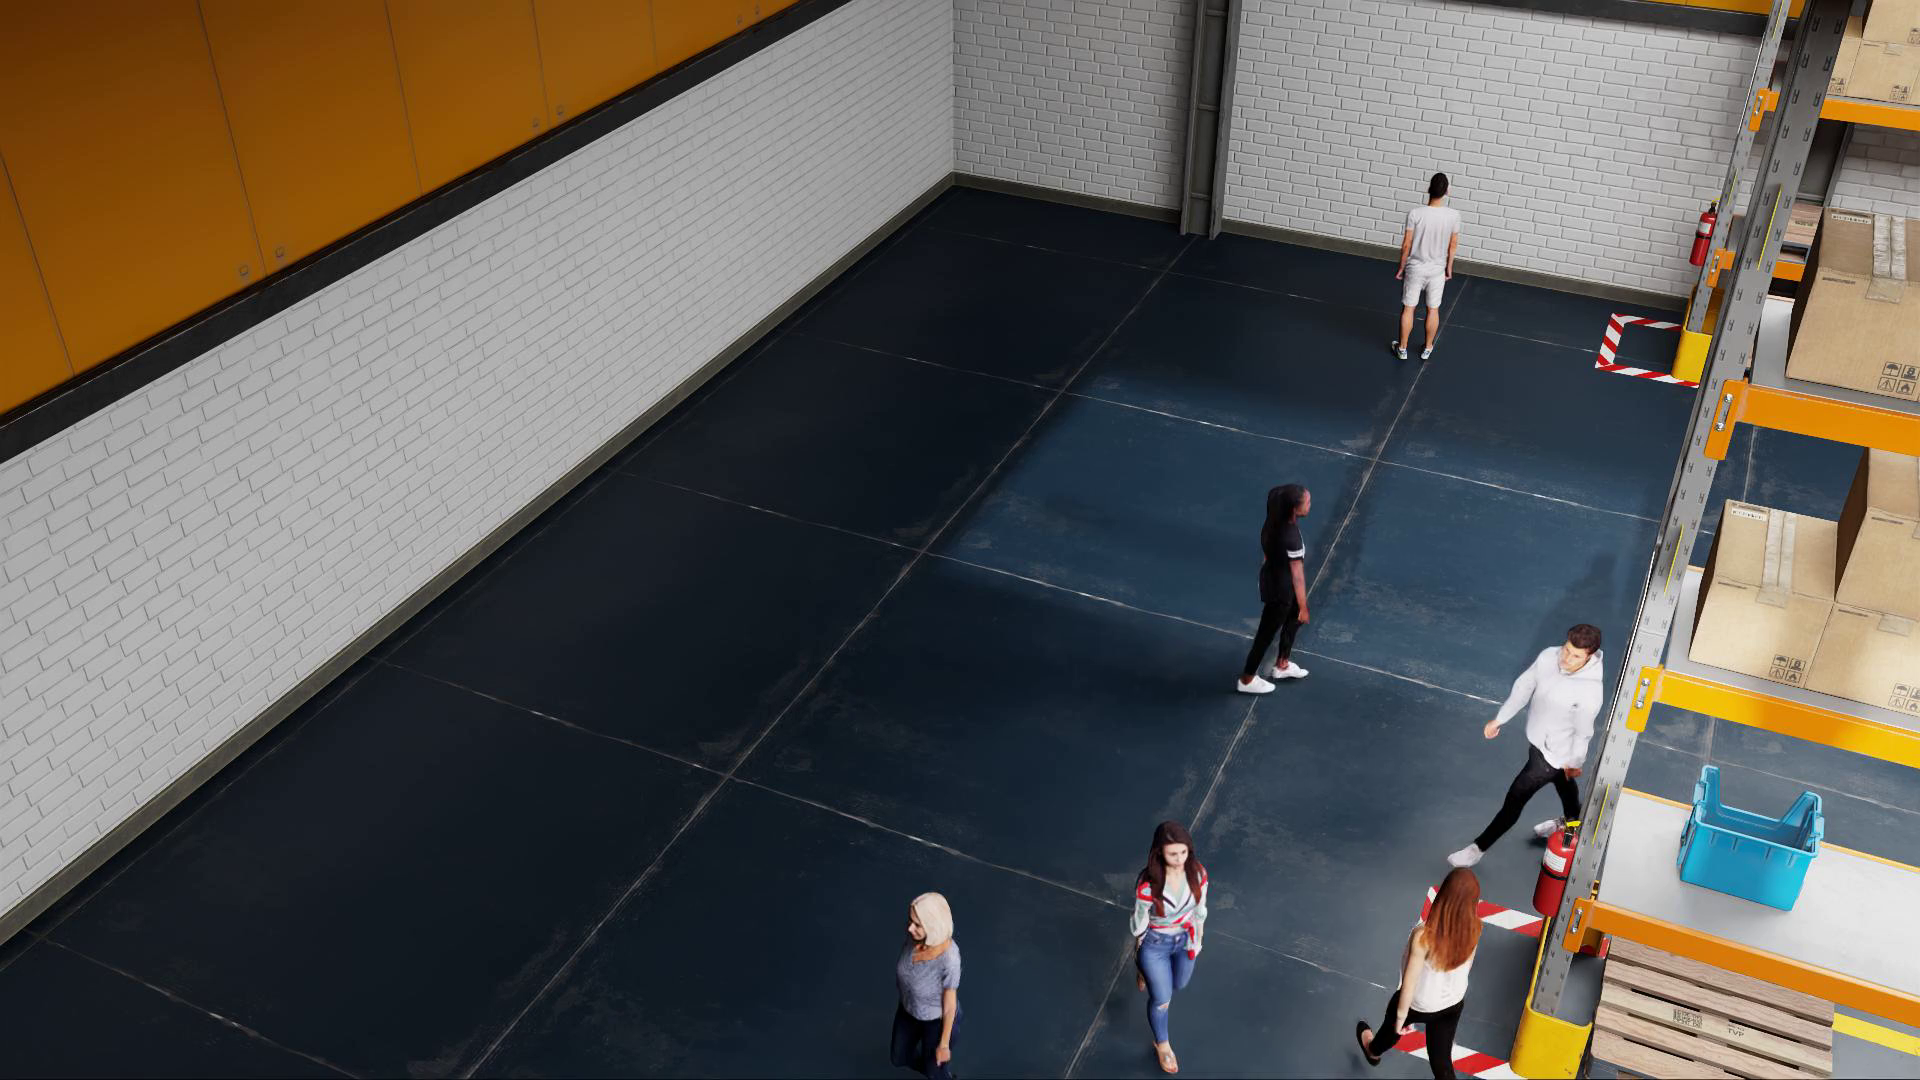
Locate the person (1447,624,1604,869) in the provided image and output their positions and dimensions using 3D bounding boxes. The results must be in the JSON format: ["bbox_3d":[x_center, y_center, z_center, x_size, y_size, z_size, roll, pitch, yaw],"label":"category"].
[{"bbox_3d":[3.681,1.224,10.142,1.357,1.858,1.231,-8,34,-11],"label":"person"}]

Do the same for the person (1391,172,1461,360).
[{"bbox_3d":[4.449,-2.610,15.914,0.645,1.854,0.818,1,34,2],"label":"person"}]

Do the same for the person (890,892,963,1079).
[{"bbox_3d":[-0.083,2.383,8.533,0.772,1.709,0.683,-23,40,-30],"label":"person"}]

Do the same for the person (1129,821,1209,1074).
[{"bbox_3d":[1.091,2.123,9.024,0.938,1.599,0.990,-10,35,-14],"label":"person"}]

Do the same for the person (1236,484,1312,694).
[{"bbox_3d":[2.135,0.369,11.561,0.890,1.711,0.786,0,34,0],"label":"person"}]

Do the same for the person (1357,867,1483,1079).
[{"bbox_3d":[2.460,2.425,8.504,1.099,1.671,1.107,-10,35,-14],"label":"person"}]
